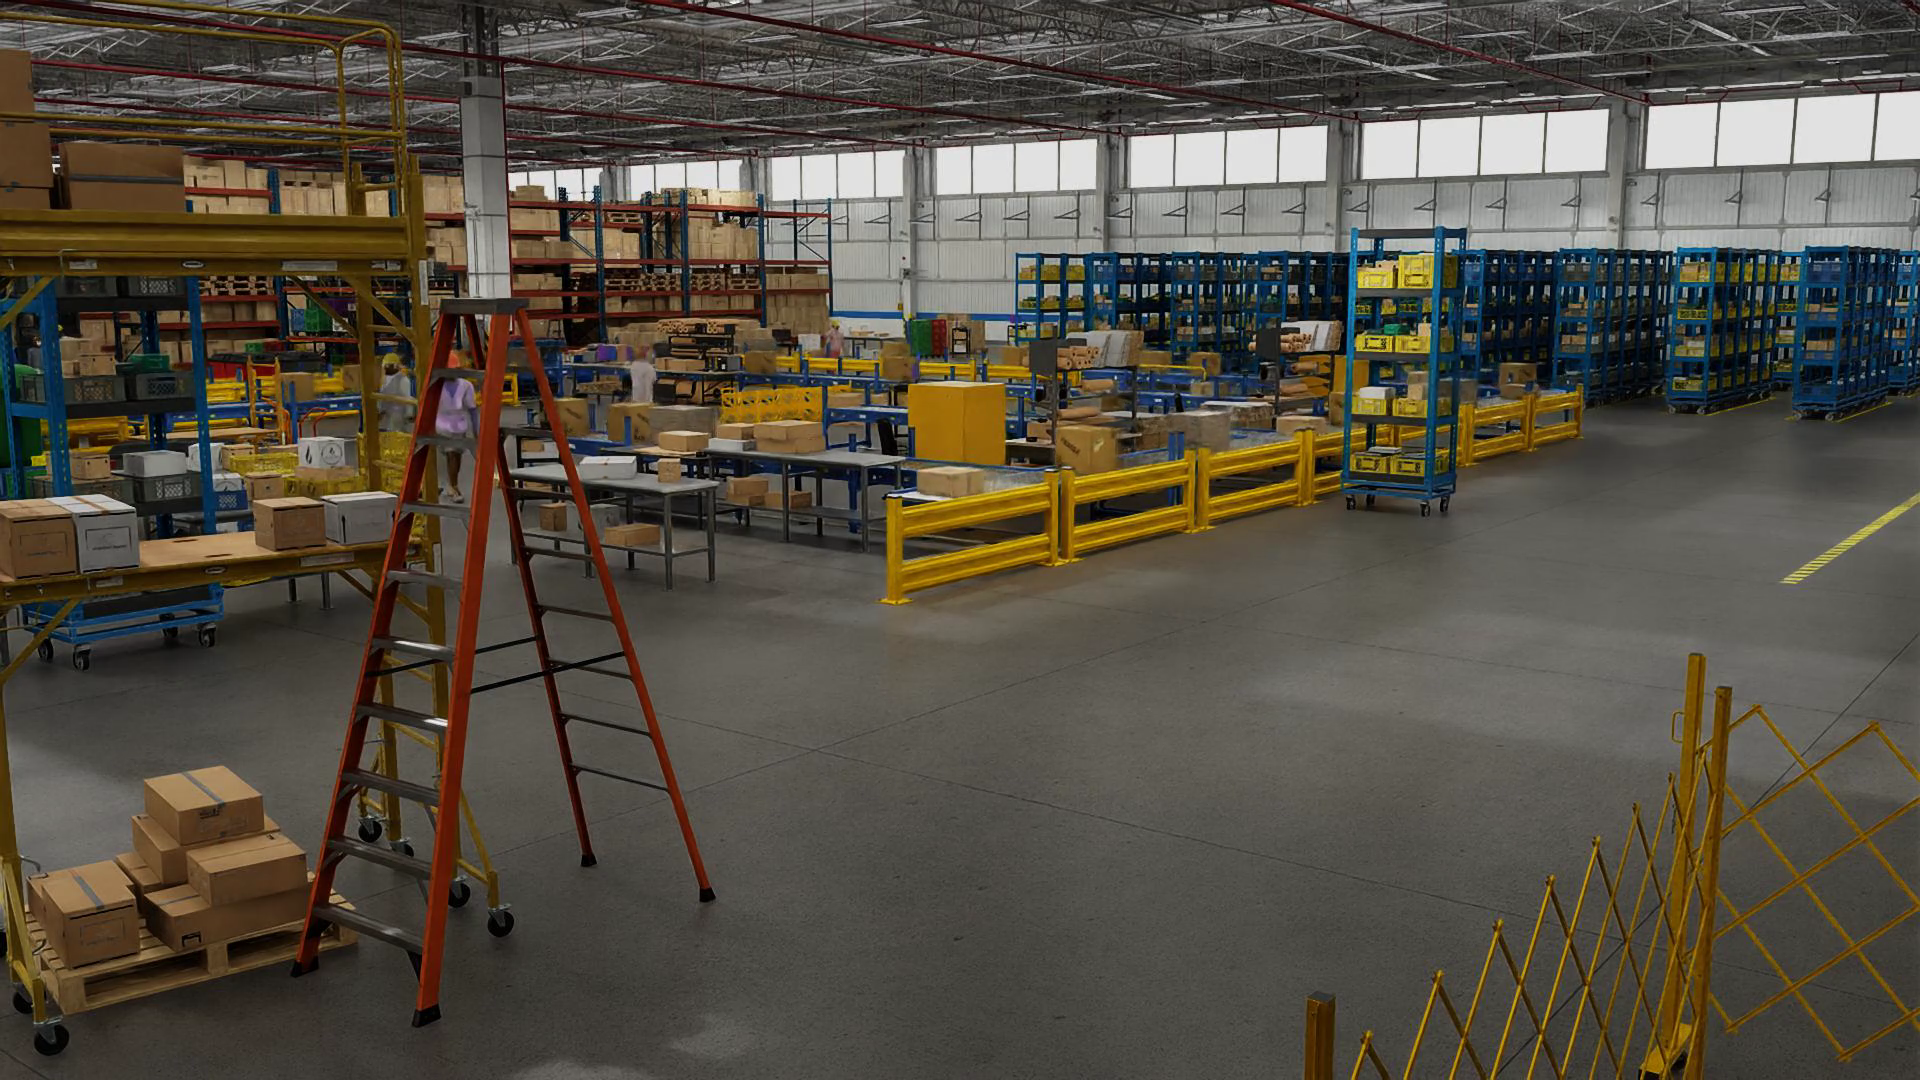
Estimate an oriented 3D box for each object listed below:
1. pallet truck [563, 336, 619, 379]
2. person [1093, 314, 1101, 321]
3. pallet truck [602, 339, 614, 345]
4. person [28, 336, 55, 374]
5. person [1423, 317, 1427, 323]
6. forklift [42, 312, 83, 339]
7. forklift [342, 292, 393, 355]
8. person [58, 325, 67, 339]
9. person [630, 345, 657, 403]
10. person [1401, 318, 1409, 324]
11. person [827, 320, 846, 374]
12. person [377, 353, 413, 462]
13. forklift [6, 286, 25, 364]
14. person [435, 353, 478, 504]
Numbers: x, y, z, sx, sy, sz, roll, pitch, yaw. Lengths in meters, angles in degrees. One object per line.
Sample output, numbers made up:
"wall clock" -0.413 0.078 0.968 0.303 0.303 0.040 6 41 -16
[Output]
"pallet truck" -10.690 -5.294 48.215 1.601 1.201 0.680 -5 10 -26
"person" 4.182 -6.164 51.271 0.434 1.979 0.636 7 11 36
"pallet truck" -8.991 -4.871 45.351 0.653 1.274 1.630 7 11 37
"person" -21.427 -3.971 38.781 0.510 1.606 0.752 -7 11 -36
"person" 13.143 -5.392 46.945 0.600 1.829 0.404 1 9 5
"forklift" -23.779 -5.451 44.052 1.873 2.768 1.129 7 11 36
"forklift" -16.485 -5.622 45.120 1.129 2.768 1.873 7 11 37
"person" -23.061 -4.655 42.721 0.960 1.712 0.505 -2 9 -15
"person" -5.117 -2.272 27.378 0.991 1.853 0.662 -8 12 -41
"person" 12.584 -5.398 47.108 0.586 1.784 0.998 1 9 6
"person" -3.431 -5.308 46.733 0.547 1.717 0.877 -8 12 -41
"person" -8.853 -1.981 25.756 0.600 1.801 0.813 8 12 41
"forklift" -24.454 -5.434 43.944 1.873 2.768 1.129 7 11 37
"person" -6.808 -1.520 22.297 0.614 2.004 1.012 -4 10 -25
